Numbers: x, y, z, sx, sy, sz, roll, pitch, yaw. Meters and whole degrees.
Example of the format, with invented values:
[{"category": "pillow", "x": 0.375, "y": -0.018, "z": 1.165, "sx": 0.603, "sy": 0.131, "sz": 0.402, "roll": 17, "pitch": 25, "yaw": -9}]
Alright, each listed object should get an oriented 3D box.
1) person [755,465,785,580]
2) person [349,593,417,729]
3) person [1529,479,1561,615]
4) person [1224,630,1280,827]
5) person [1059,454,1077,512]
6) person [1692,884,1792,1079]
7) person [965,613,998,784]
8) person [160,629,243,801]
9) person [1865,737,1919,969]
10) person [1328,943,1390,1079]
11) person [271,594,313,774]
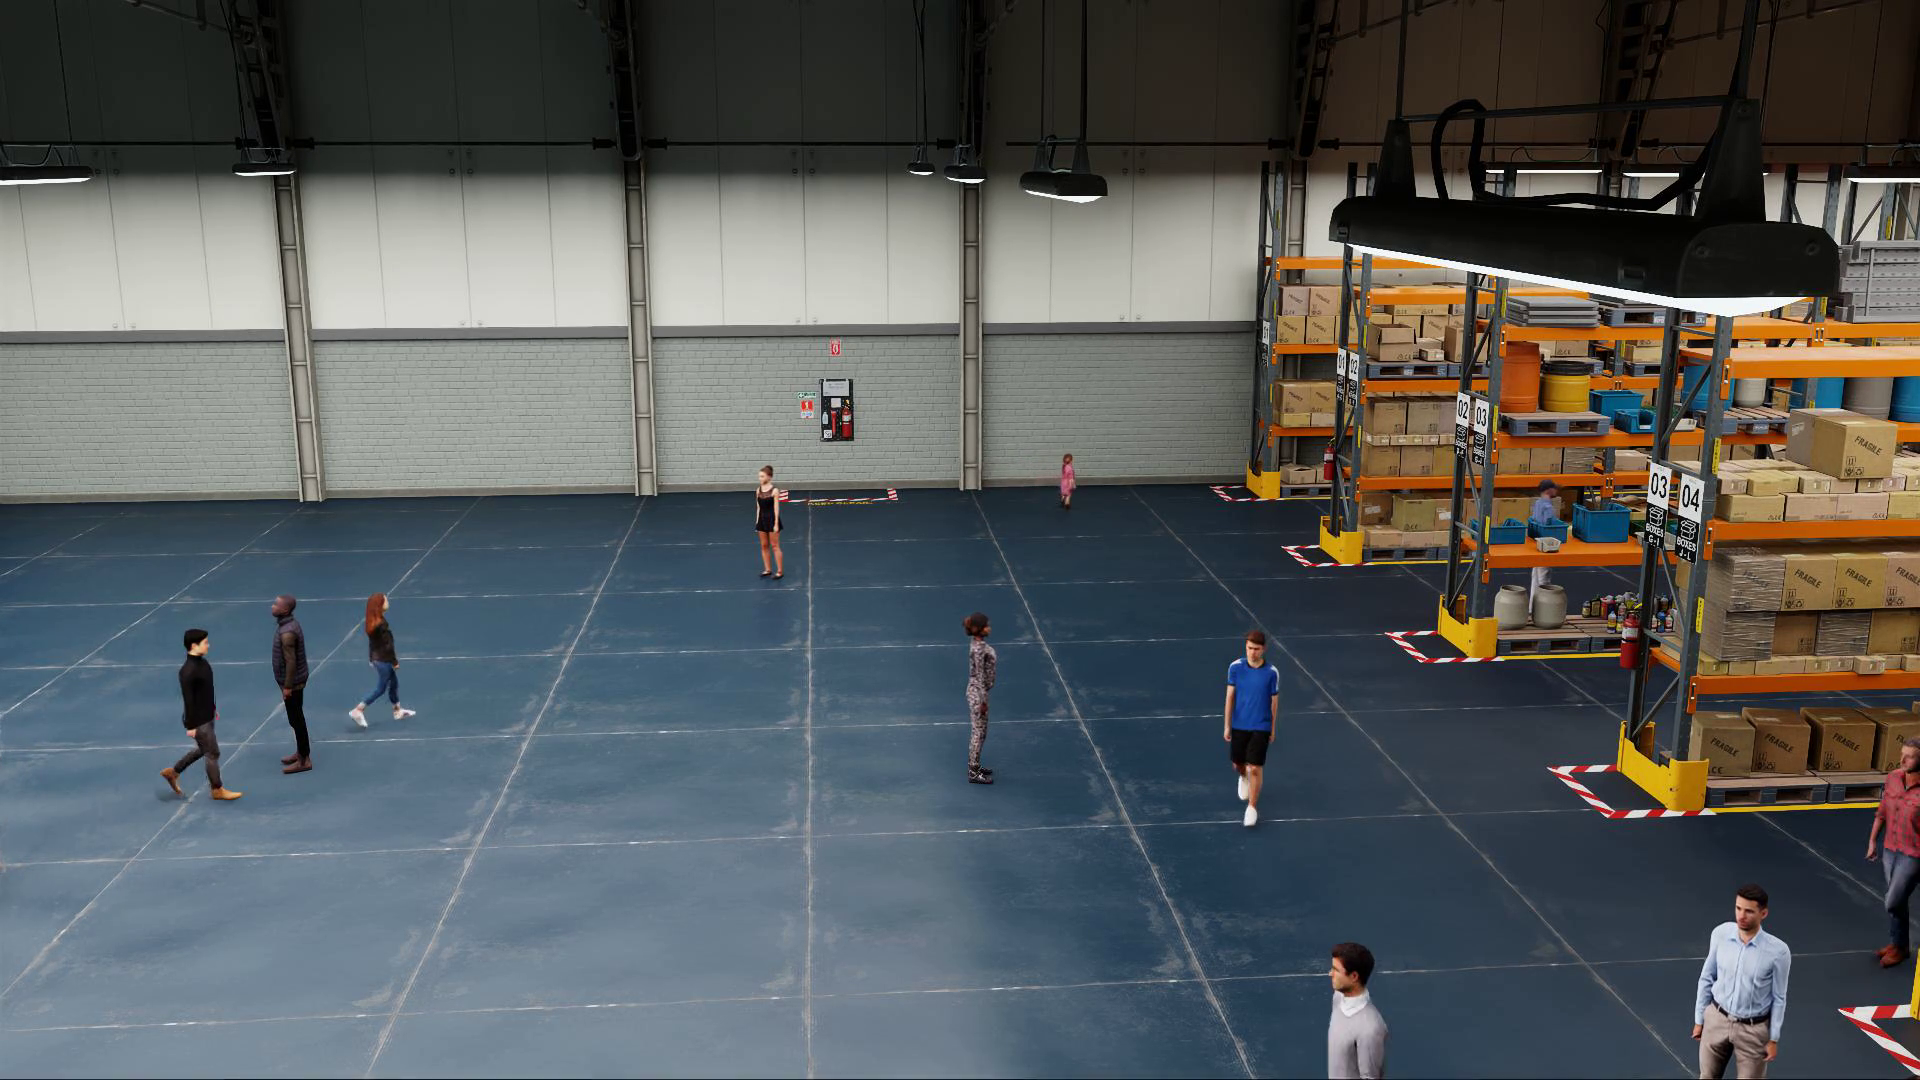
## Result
[{"category": "person", "x": -2.801, "y": -0.265, "z": 24.493, "sx": 0.685, "sy": 1.673, "sz": 0.755, "roll": 9, "pitch": 16, "yaw": 33}, {"category": "person", "x": -6.355, "y": 1.321, "z": 18.114, "sx": 1.021, "sy": 1.461, "sz": 0.818, "roll": -8, "pitch": 15, "yaw": -31}, {"category": "person", "x": 7.864, "y": 0.101, "z": 22.437, "sx": 0.600, "sy": 1.888, "sz": 0.666, "roll": 0, "pitch": 13, "yaw": 0}, {"category": "person", "x": 2.750, "y": 1.713, "z": 15.565, "sx": 1.033, "sy": 1.846, "sz": 0.959, "roll": 5, "pitch": 14, "yaw": 20}, {"category": "person", "x": 1.850, "y": -1.006, "z": 29.158, "sx": 0.574, "sy": 1.013, "sz": 0.516, "roll": -9, "pitch": 16, "yaw": -33}, {"category": "person", "x": 4.756, "y": 2.966, "z": 10.160, "sx": 0.744, "sy": 1.845, "sz": 0.799, "roll": 11, "pitch": 17, "yaw": 40}, {"category": "person", "x": 0.196, "y": 1.555, "z": 16.540, "sx": 0.553, "sy": 1.715, "sz": 0.592, "roll": 0, "pitch": 13, "yaw": 1}, {"category": "person", "x": -7.380, "y": 1.692, "z": 15.978, "sx": 1.003, "sy": 1.701, "sz": 0.677, "roll": -2, "pitch": 13, "yaw": -9}, {"category": "person", "x": 7.331, "y": 2.383, "z": 12.746, "sx": 0.763, "sy": 1.813, "sz": 0.770, "roll": -4, "pitch": 14, "yaw": -16}, {"category": "person", "x": 2.259, "y": 3.152, "z": 9.234, "sx": 0.793, "sy": 1.900, "sz": 0.837, "roll": -3, "pitch": 13, "yaw": -14}, {"category": "person", "x": -6.761, "y": 1.429, "z": 16.820, "sx": 0.689, "sy": 1.834, "sz": 0.757, "roll": -5, "pitch": 14, "yaw": -22}]
